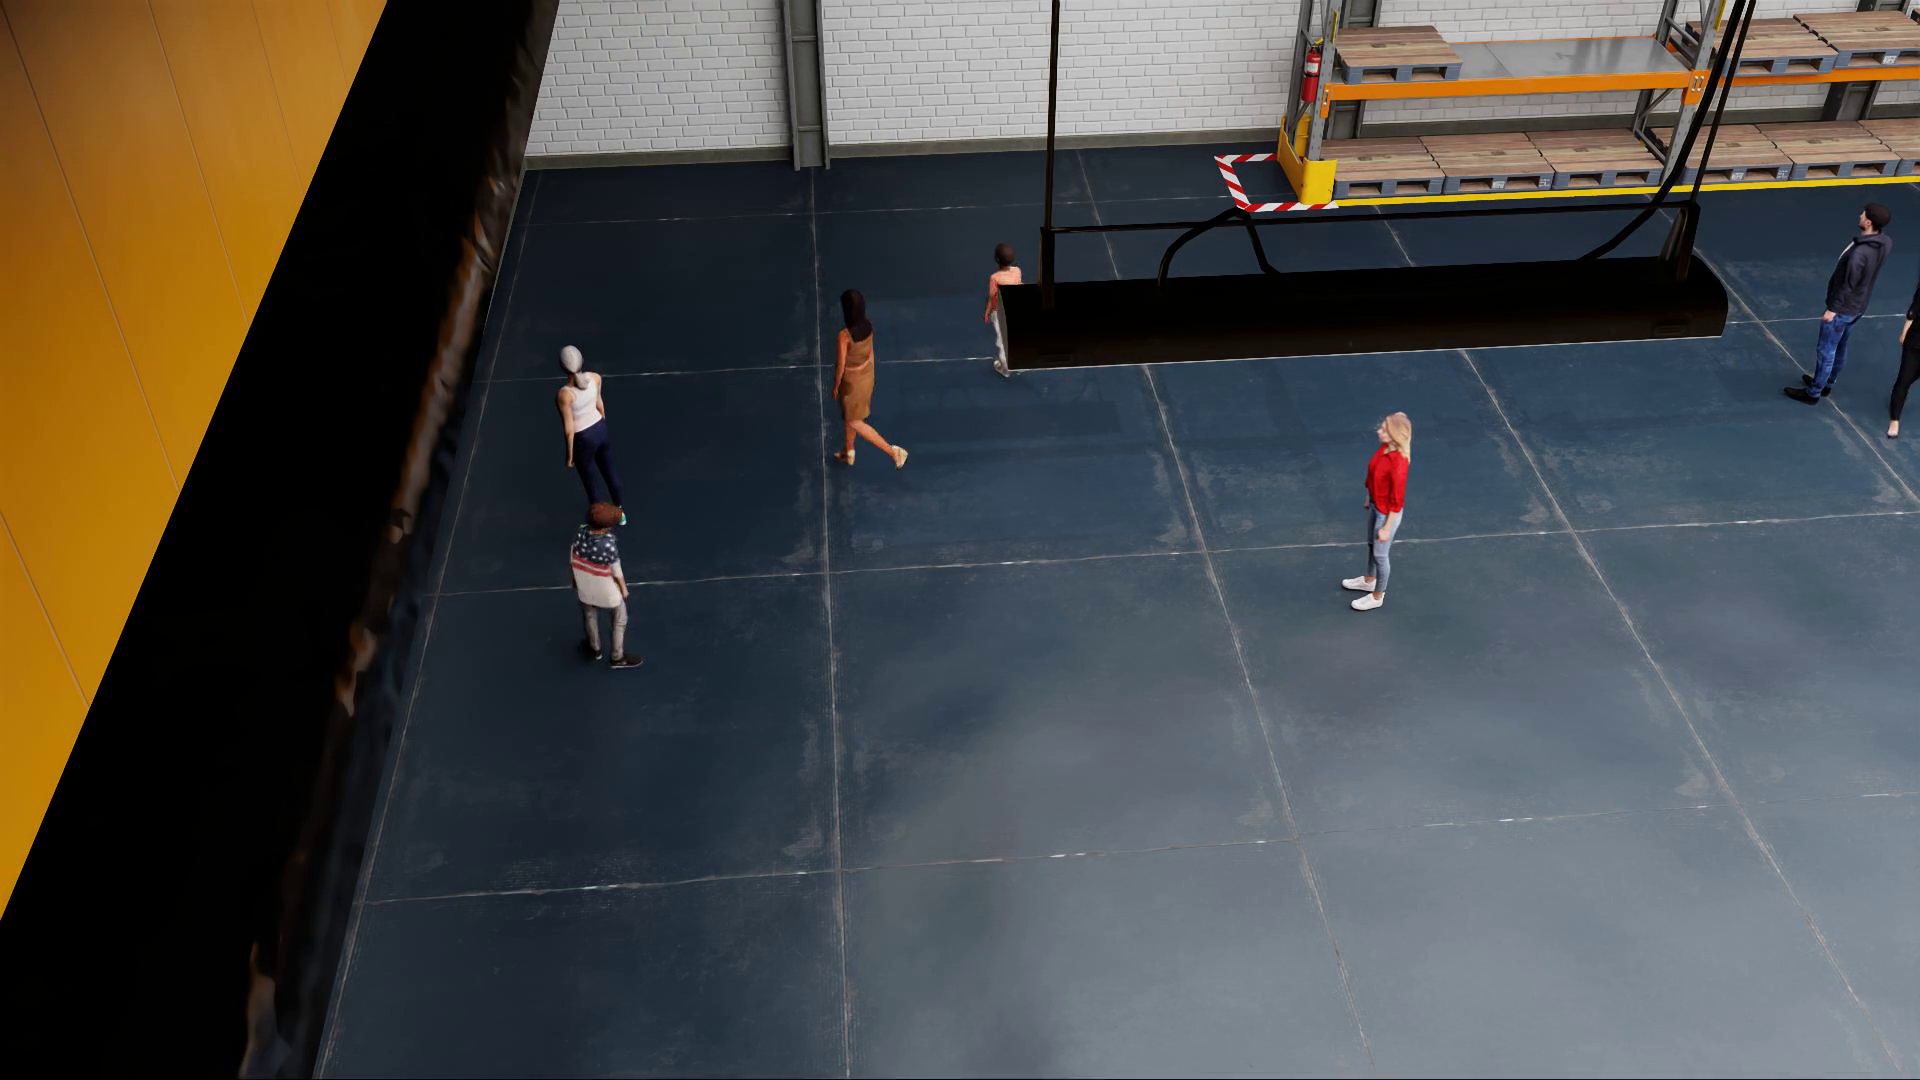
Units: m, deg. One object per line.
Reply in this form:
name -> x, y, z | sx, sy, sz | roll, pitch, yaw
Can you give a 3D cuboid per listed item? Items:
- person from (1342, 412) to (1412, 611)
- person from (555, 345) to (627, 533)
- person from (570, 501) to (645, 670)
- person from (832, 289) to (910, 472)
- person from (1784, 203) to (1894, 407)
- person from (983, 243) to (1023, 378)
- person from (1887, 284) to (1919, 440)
person -> 3.116, -0.213, 12.222 | 0.515, 1.704, 0.620 | -2, 39, -2
person -> -2.871, -0.760, 12.909 | 0.725, 1.702, 0.679 | 24, 44, 27
person -> -2.612, 0.294, 11.812 | 0.610, 1.423, 0.812 | 3, 39, 4
person -> -0.779, -1.231, 13.531 | 1.058, 1.661, 0.894 | 18, 42, 21
person -> 7.654, -2.031, 14.346 | 0.719, 1.895, 0.821 | -27, 46, -30
person -> 0.442, -2.019, 14.805 | 0.552, 1.302, 0.650 | -19, 42, -22
person -> 8.245, -1.710, 14.180 | 1.129, 1.600, 0.980 | 13, 41, 16
